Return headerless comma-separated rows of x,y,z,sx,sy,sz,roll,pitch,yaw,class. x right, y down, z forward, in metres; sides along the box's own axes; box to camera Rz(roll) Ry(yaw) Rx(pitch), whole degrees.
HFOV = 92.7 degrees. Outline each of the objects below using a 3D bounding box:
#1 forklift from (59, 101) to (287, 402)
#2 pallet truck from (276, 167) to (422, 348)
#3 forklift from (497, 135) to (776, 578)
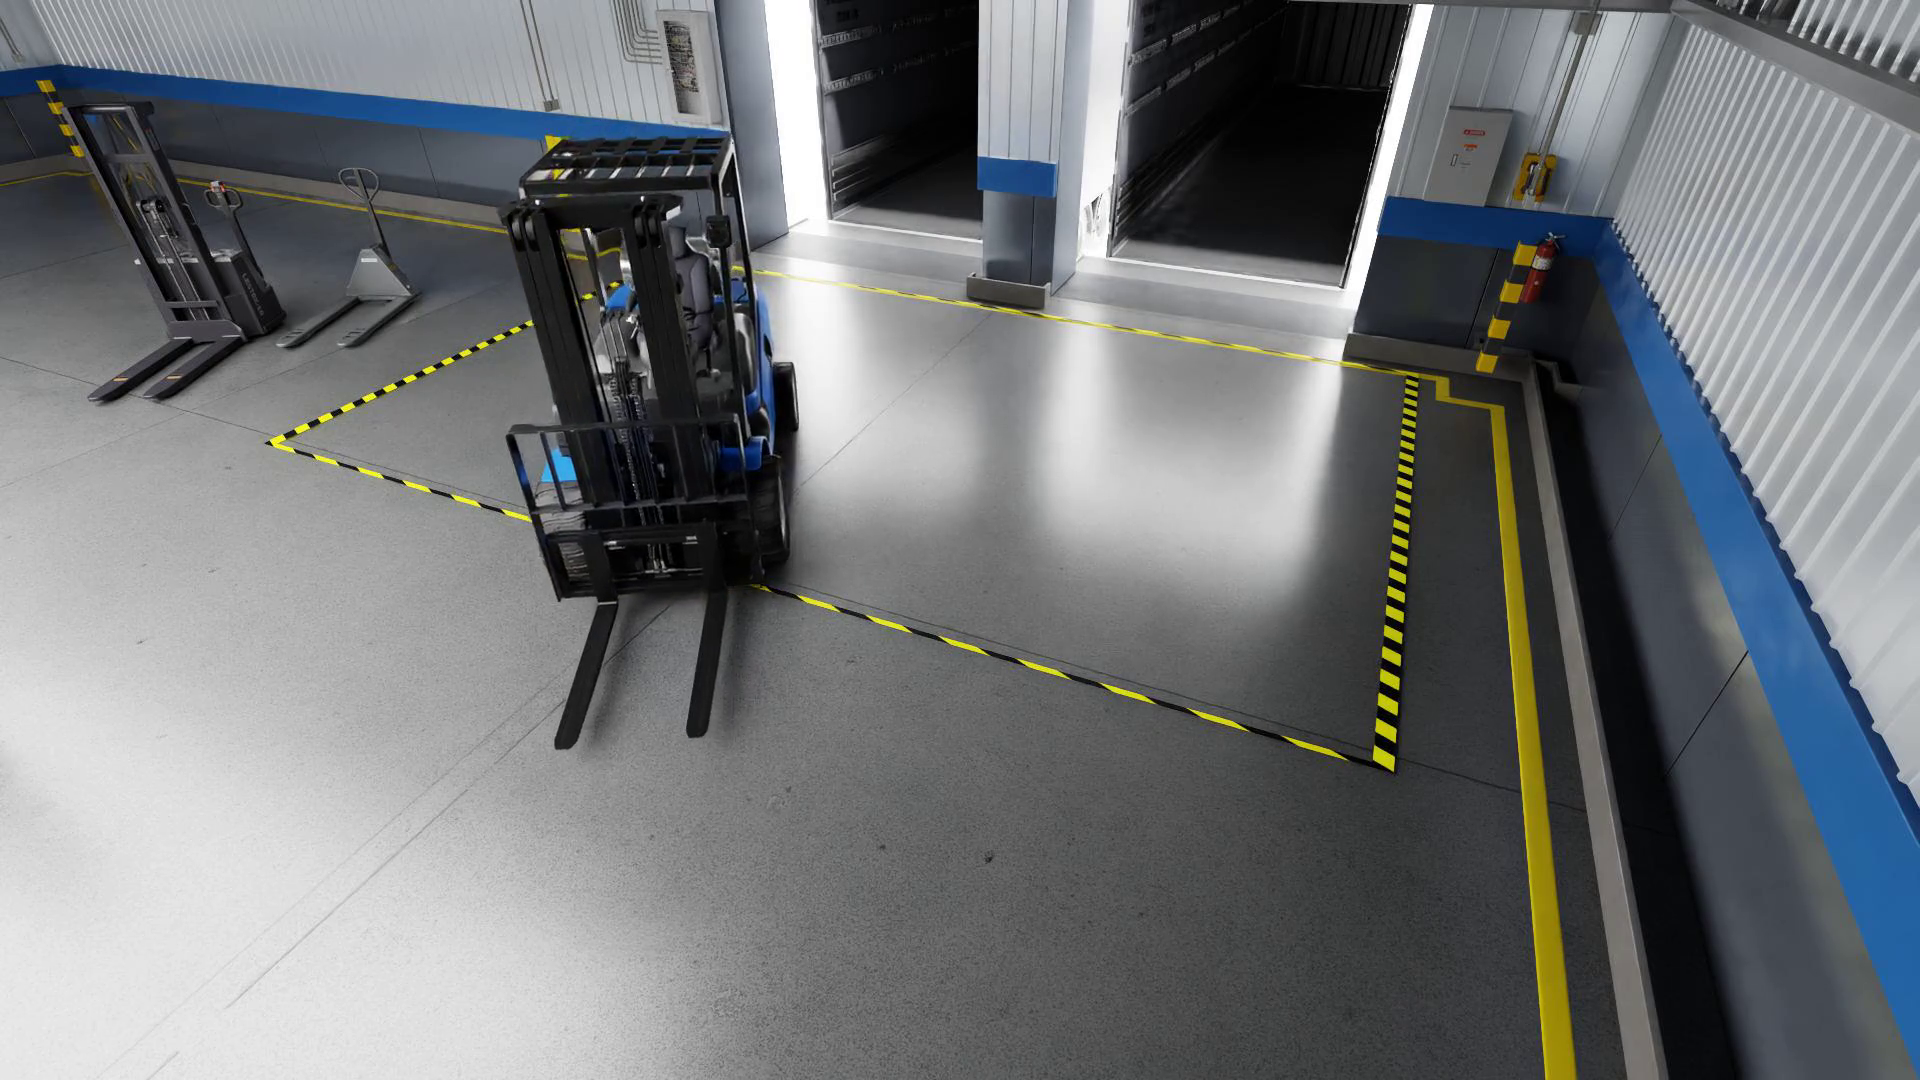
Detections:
-6.686,-2.387,7.434,0.823,1.965,1.885,-3,35,-5,forklift
-5.732,-2.611,8.414,0.680,1.201,1.601,-1,35,-1,pallet truck
-1.791,-1.271,5.528,1.157,2.036,2.680,-4,35,-6,forklift
